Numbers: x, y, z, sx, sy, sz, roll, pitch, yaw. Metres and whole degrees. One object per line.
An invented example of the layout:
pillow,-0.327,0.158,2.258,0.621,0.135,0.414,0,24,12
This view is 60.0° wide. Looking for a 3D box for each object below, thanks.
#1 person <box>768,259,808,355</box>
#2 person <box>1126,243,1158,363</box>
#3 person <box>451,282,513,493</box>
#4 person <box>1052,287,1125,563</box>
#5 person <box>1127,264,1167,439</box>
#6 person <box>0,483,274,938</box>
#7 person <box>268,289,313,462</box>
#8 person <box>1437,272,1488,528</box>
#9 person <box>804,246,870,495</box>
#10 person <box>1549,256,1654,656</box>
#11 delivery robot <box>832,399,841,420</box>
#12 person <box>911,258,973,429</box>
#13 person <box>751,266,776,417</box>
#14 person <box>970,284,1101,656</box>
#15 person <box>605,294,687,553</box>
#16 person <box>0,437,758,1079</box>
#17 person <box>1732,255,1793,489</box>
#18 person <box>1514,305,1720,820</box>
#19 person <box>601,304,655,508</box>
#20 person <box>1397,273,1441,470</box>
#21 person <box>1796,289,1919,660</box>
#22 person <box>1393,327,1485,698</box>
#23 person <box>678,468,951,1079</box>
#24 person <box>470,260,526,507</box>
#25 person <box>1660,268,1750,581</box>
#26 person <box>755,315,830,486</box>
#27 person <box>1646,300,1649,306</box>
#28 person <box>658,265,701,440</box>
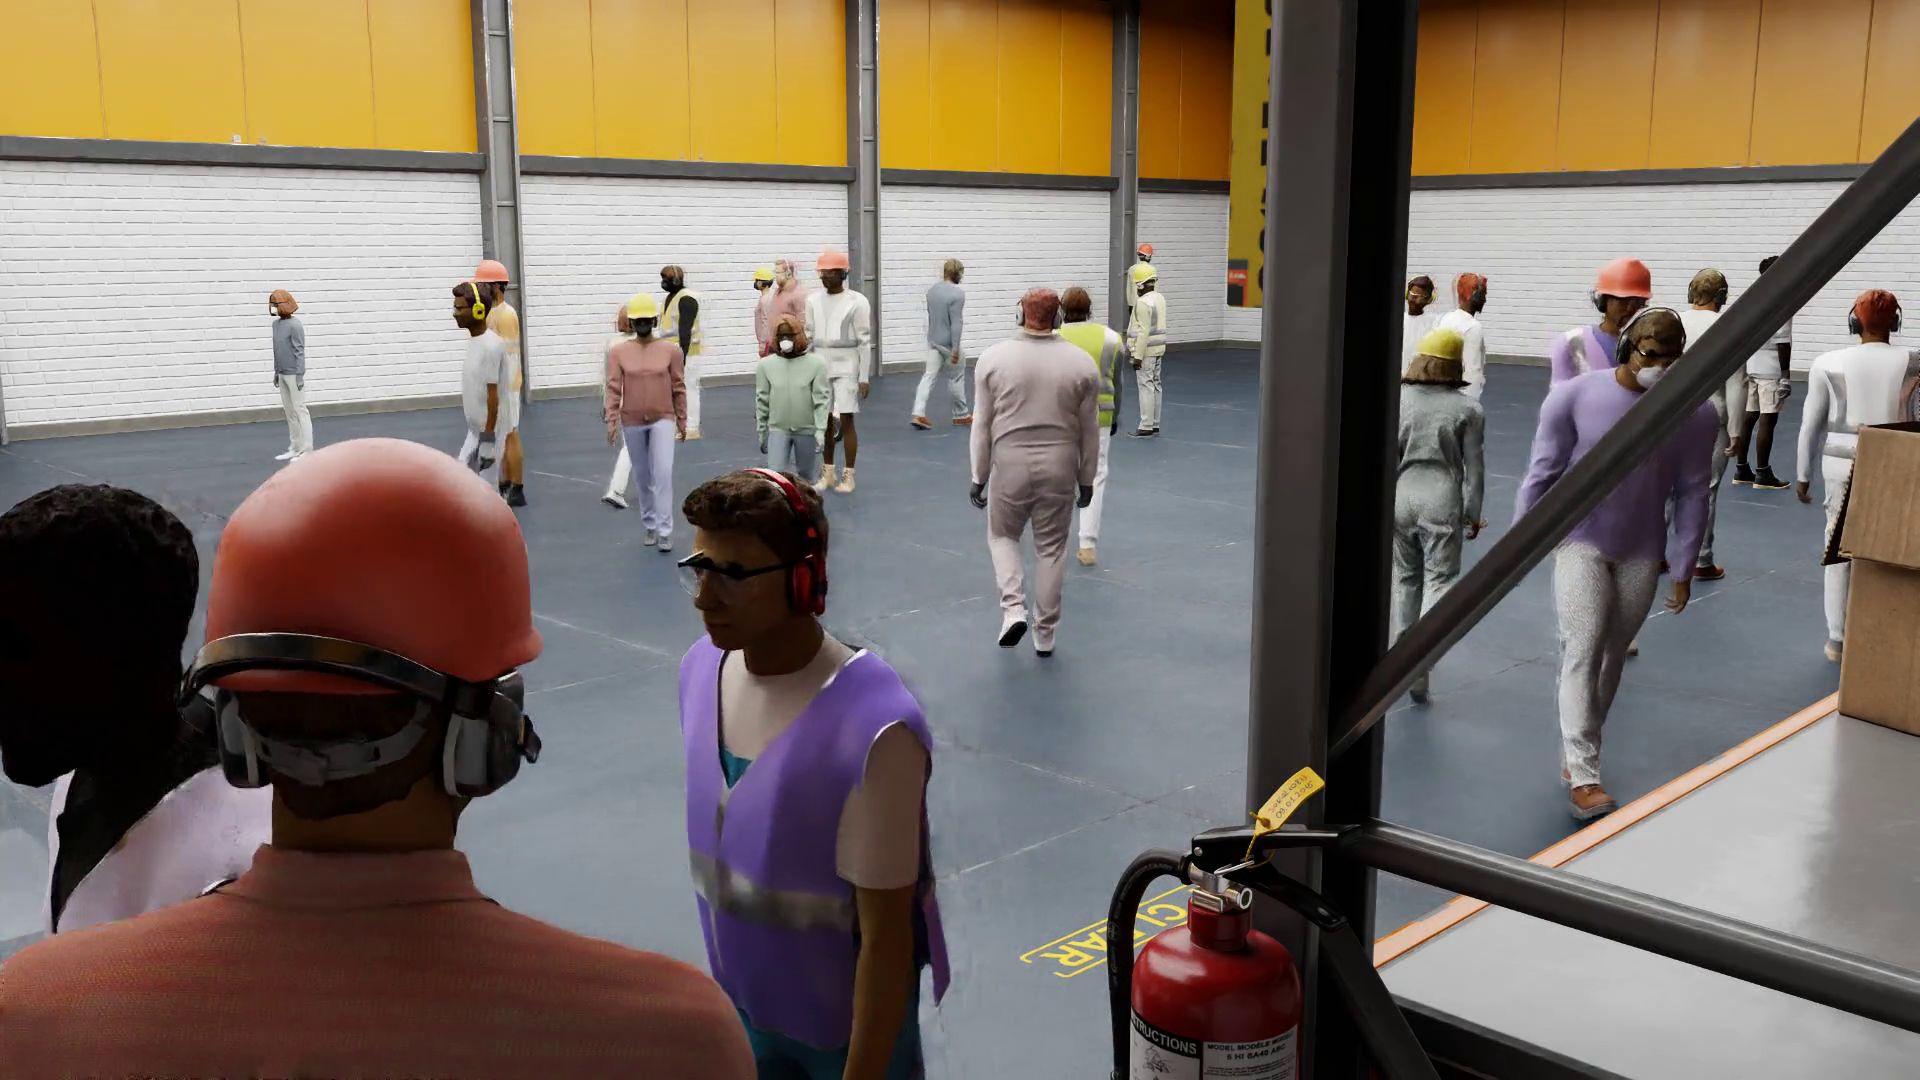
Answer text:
person,-1.883,-2.241,18.818,0.799,1.874,0.627,-5,11,-25
person,3.056,-3.929,27.696,0.397,1.992,0.623,-10,14,-42
person,-2.906,-0.623,10.061,0.382,1.858,0.517,-7,13,-35
person,0.779,-0.783,11.100,0.620,1.787,0.972,0,10,-1
person,1.957,-1.981,17.535,0.404,1.826,0.587,5,12,26
person,-0.915,0.849,2.008,1.023,1.868,0.593,-6,12,-31
person,-6.340,-1.549,15.729,0.500,1.628,0.277,10,14,43
person,3.602,-1.005,12.089,0.477,1.870,0.598,-1,10,-8
person,-1.039,-1.392,13.753,0.612,2.049,0.392,5,12,28
person,3.228,-0.390,8.302,0.625,2.025,0.415,1,10,5
delivery robot,-1.552,-1.338,17.239,0.707,0.478,0.477,0,10,0
person,-0.193,-2.158,18.374,0.990,1.887,0.649,-9,14,-42
person,-2.292,-2.324,19.561,0.301,1.772,0.525,-1,10,-3
person,0.378,-0.347,8.453,0.669,1.884,0.448,-1,10,-4
person,-2.115,-0.775,11.193,0.542,1.728,0.823,-1,10,-6
person,-0.434,0.908,1.368,0.650,1.979,0.437,0,10,2
person,6.821,-1.415,14.065,0.367,1.966,0.607,-2,11,-9
person,2.412,0.091,6.114,0.697,1.876,0.960,1,10,6
person,-2.604,-1.066,13.169,0.536,1.598,0.858,5,12,26
person,3.477,-1.145,12.937,0.549,1.839,0.421,10,14,44
person,4.579,-0.330,8.431,0.625,1.859,0.593,5,12,27
person,2.172,-0.138,7.795,0.491,1.715,0.755,6,12,30
person,-0.270,0.769,2.655,1.005,1.780,0.576,-10,14,-43
person,-3.632,-1.219,13.073,0.358,1.938,0.542,-6,12,-29
person,4.560,-0.709,10.310,0.369,1.933,0.634,-9,14,-40
person,-1.108,-0.674,11.008,0.500,1.607,0.634,0,10,-2
person,8.668,-2.643,21.568,0.786,1.671,0.536,-3,11,-13
person,-2.934,-1.945,17.355,0.462,1.827,0.645,-7,12,-33
